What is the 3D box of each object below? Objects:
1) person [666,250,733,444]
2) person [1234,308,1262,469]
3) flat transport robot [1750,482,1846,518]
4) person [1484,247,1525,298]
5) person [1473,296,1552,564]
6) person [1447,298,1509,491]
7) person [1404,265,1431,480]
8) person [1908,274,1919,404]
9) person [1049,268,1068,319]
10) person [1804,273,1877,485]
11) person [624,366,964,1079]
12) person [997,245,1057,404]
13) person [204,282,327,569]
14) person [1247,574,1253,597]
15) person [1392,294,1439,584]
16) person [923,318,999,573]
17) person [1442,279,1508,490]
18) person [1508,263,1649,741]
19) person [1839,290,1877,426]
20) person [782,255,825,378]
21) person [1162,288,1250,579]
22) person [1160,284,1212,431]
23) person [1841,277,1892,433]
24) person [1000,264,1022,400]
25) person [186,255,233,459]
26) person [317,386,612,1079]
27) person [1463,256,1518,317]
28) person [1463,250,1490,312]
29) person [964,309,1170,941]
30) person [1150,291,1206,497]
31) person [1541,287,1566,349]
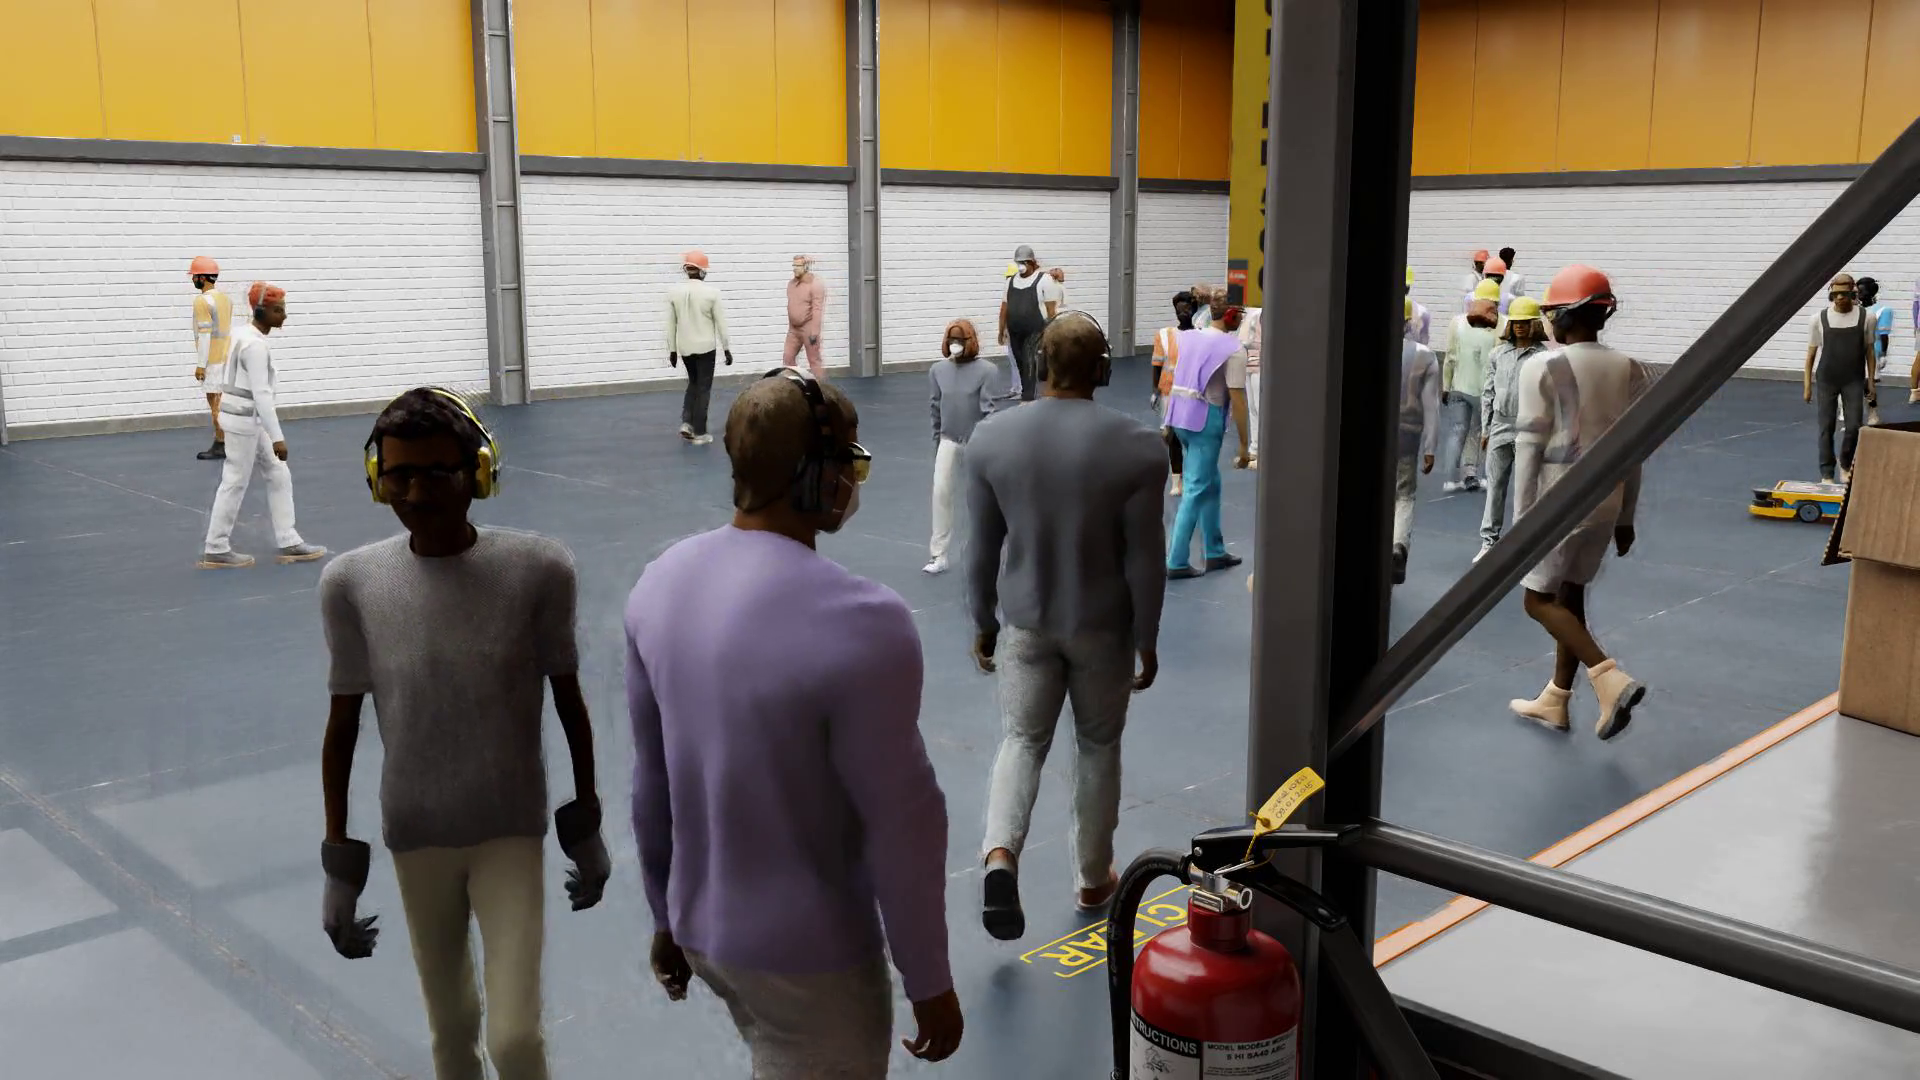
[{"bbox_3d":[-2.657,-1.966,17.039,0.622,1.977,0.448,5,11,23],"label":"person"},{"bbox_3d":[2.739,-1.570,15.256,0.429,1.840,0.629,-1,10,-5],"label":"person"},{"bbox_3d":[6.739,-0.271,12.449,1.431,0.197,0.652,6,12,30],"label":"flat transport robot"},{"bbox_3d":[7.699,-3.158,23.567,0.603,1.966,0.368,7,12,33],"label":"person"},{"bbox_3d":[3.588,-0.687,10.703,0.484,1.744,0.294,6,12,29],"label":"person"},{"bbox_3d":[4.347,-1.205,13.879,0.594,1.610,0.507,-3,11,-17],"label":"person"},{"bbox_3d":[3.706,-1.398,14.184,0.589,1.880,0.990,1,10,8],"label":"person"},{"bbox_3d":[12.281,-2.716,20.948,0.391,2.045,0.608,-2,11,-11],"label":"person"},{"bbox_3d":[1.480,-3.358,25.580,0.357,1.636,0.534,2,11,11],"label":"person"},{"bbox_3d":[7.328,-1.302,13.852,0.554,1.818,0.423,5,12,27],"label":"person"},{"bbox_3d":[-0.275,0.671,2.829,0.443,1.924,0.637,-9,14,-41],"label":"person"},{"bbox_3d":[0.739,-2.558,20.091,0.696,2.000,0.861,7,12,33],"label":"person"},{"bbox_3d":[-4.481,-0.721,10.637,0.858,1.829,0.592,-4,11,-20],"label":"person"},{"bbox_3d":[1.924,-0.440,9.212,0.645,1.792,0.932,-3,11,-14],"label":"person"},{"bbox_3d":[2.571,-0.592,10.013,0.589,1.810,0.537,3,11,16],"label":"person"},{"bbox_3d":[-0.009,-0.582,10.495,0.503,1.604,0.723,4,11,20],"label":"person"},{"bbox_3d":[4.415,-1.326,14.123,0.598,1.771,0.971,1,10,7],"label":"person"},{"bbox_3d":[2.615,-0.133,6.937,0.622,2.022,0.698,-5,11,-24],"label":"person"},{"bbox_3d":[10.189,-2.111,18.894,0.499,1.589,0.874,6,12,28],"label":"person"},{"bbox_3d":[-2.056,-2.642,20.972,0.680,1.876,0.815,9,14,41],"label":"person"},{"bbox_3d":[1.598,-0.660,10.375,0.786,1.801,0.601,-5,12,-27],"label":"person"},{"bbox_3d":[2.500,-1.899,17.648,0.801,1.601,0.535,-3,11,-17],"label":"person"},{"bbox_3d":[9.726,-1.987,17.932,0.391,1.685,0.545,-7,12,-33],"label":"person"},{"bbox_3d":[0.702,-2.696,21.600,0.320,1.766,0.534,-3,11,-18],"label":"person"},{"bbox_3d":[-7.151,-1.740,15.902,0.349,1.942,0.545,0,10,2],"label":"person"},{"bbox_3d":[-0.972,0.624,3.269,0.522,1.844,0.639,-1,10,-5],"label":"person"},{"bbox_3d":[5.308,-1.874,16.685,0.555,1.926,0.632,2,11,8],"label":"person"},{"bbox_3d":[8.195,-3.588,26.130,0.994,1.881,0.573,7,13,34],"label":"person"},{"bbox_3d":[0.296,0.272,5.028,0.632,1.921,0.740,3,11,17],"label":"person"},{"bbox_3d":[1.822,-1.189,13.597,0.541,1.682,0.393,4,11,20],"label":"person"},{"bbox_3d":[4.530,-1.079,12.781,0.545,1.754,0.364,4,11,22],"label":"person"}]
